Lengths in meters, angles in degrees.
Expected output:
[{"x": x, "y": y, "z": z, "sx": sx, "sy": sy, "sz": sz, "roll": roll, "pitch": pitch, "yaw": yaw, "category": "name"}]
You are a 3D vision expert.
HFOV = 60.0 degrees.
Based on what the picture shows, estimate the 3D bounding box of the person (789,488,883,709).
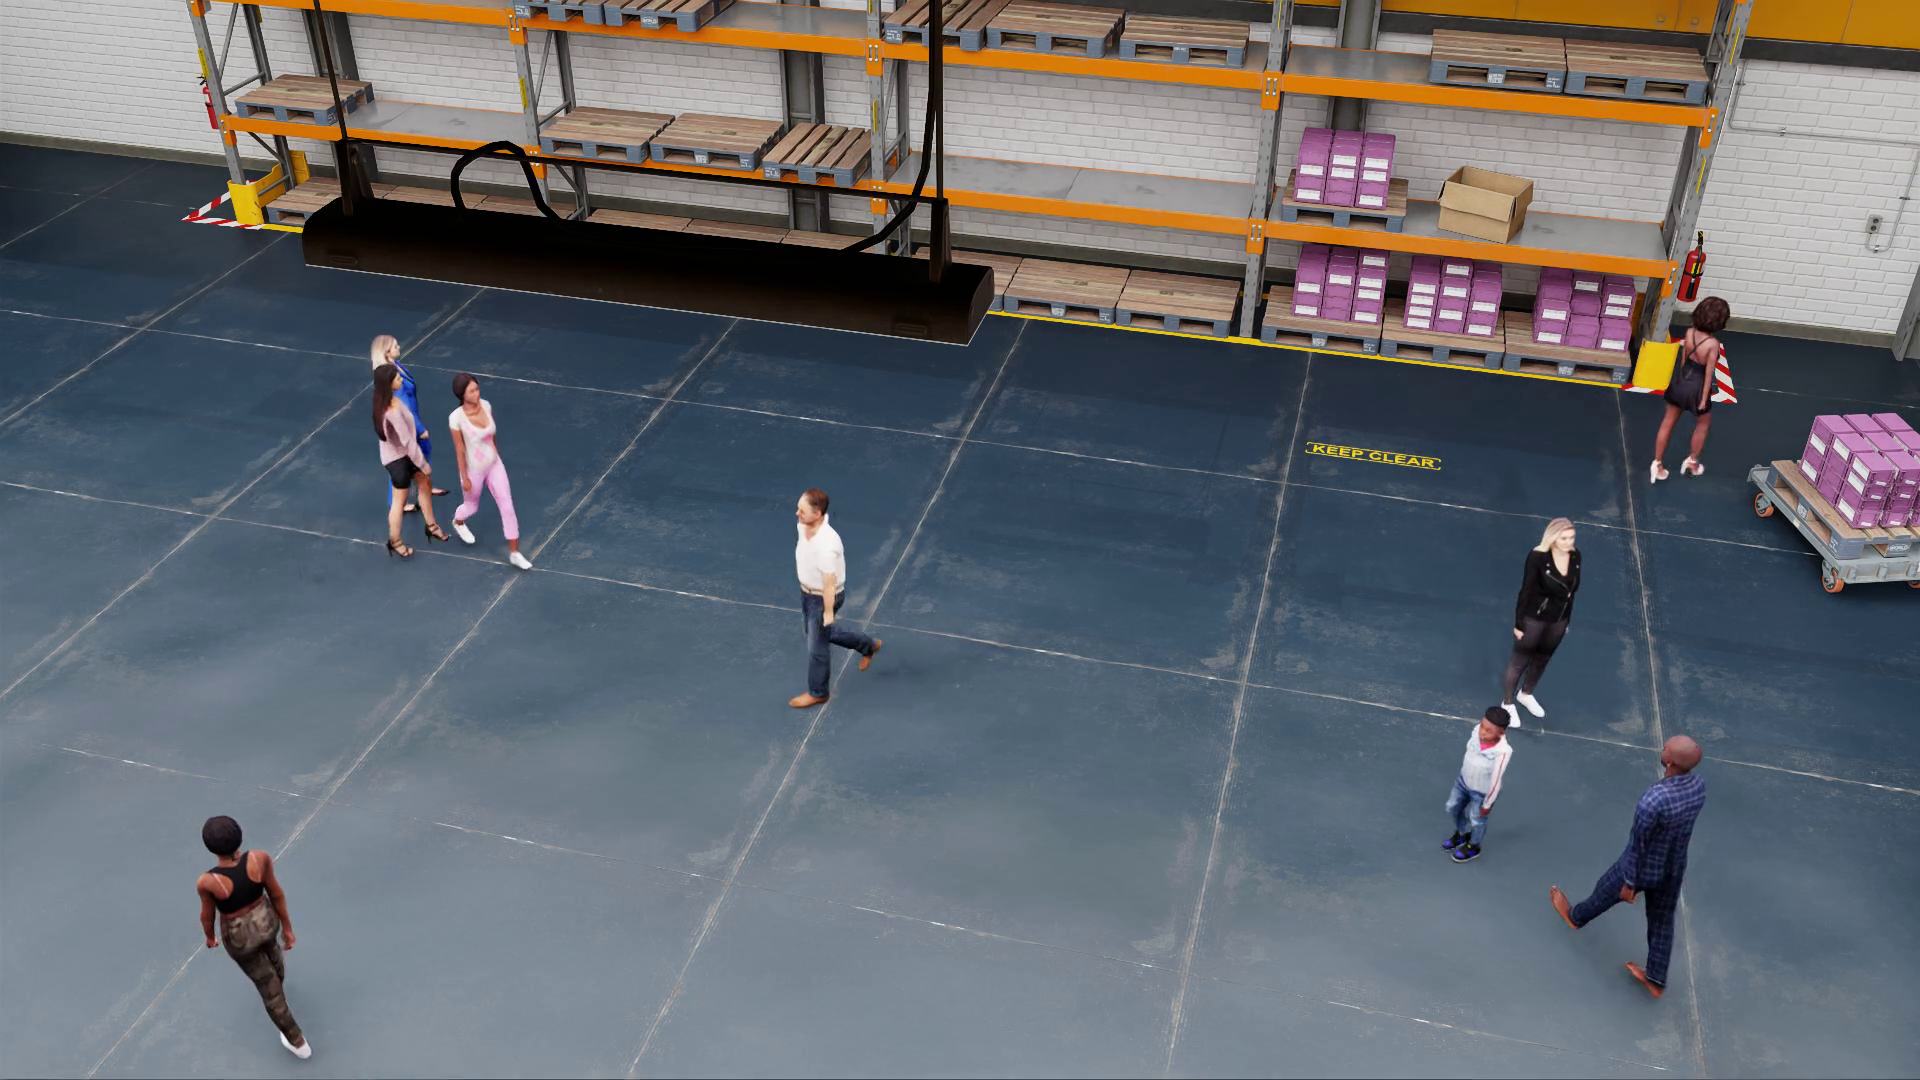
[{"x": -0.906, "y": 0.393, "z": 11.992, "sx": 1.119, "sy": 1.834, "sz": 1.023, "roll": -15, "pitch": 36, "yaw": -21, "category": "person"}]

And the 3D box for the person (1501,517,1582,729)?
[{"x": 4.140, "y": 0.557, "z": 11.878, "sx": 0.657, "sy": 1.688, "sz": 0.761, "roll": -8, "pitch": 35, "yaw": -12, "category": "person"}]

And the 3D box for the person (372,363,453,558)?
[{"x": -4.647, "y": -0.589, "z": 13.511, "sx": 0.905, "sy": 1.788, "sz": 0.835, "roll": -15, "pitch": 37, "yaw": -22, "category": "person"}]

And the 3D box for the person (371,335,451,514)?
[{"x": -4.862, "y": -0.950, "z": 14.151, "sx": 0.901, "sy": 1.683, "sz": 0.826, "roll": -11, "pitch": 35, "yaw": -16, "category": "person"}]

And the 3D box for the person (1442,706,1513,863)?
[{"x": 3.414, "y": 1.555, "z": 10.770, "sx": 0.639, "sy": 1.253, "sz": 0.585, "roll": -14, "pitch": 36, "yaw": -20, "category": "person"}]

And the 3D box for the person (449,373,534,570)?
[{"x": -3.963, "y": -0.576, "z": 13.567, "sx": 1.221, "sy": 1.706, "sz": 0.903, "roll": 24, "pitch": 41, "yaw": 32, "category": "person"}]

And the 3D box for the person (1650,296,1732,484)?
[{"x": 6.315, "y": -1.270, "z": 14.550, "sx": 0.889, "sy": 1.773, "sz": 0.815, "roll": -15, "pitch": 37, "yaw": -22, "category": "person"}]

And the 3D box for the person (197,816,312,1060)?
[{"x": -3.915, "y": 2.273, "z": 9.315, "sx": 1.070, "sy": 1.666, "sz": 0.879, "roll": 28, "pitch": 43, "yaw": 35, "category": "person"}]

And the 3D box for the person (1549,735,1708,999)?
[{"x": 4.116, "y": 1.943, "z": 9.721, "sx": 1.163, "sy": 1.768, "sz": 1.181, "roll": -15, "pitch": 36, "yaw": -21, "category": "person"}]
